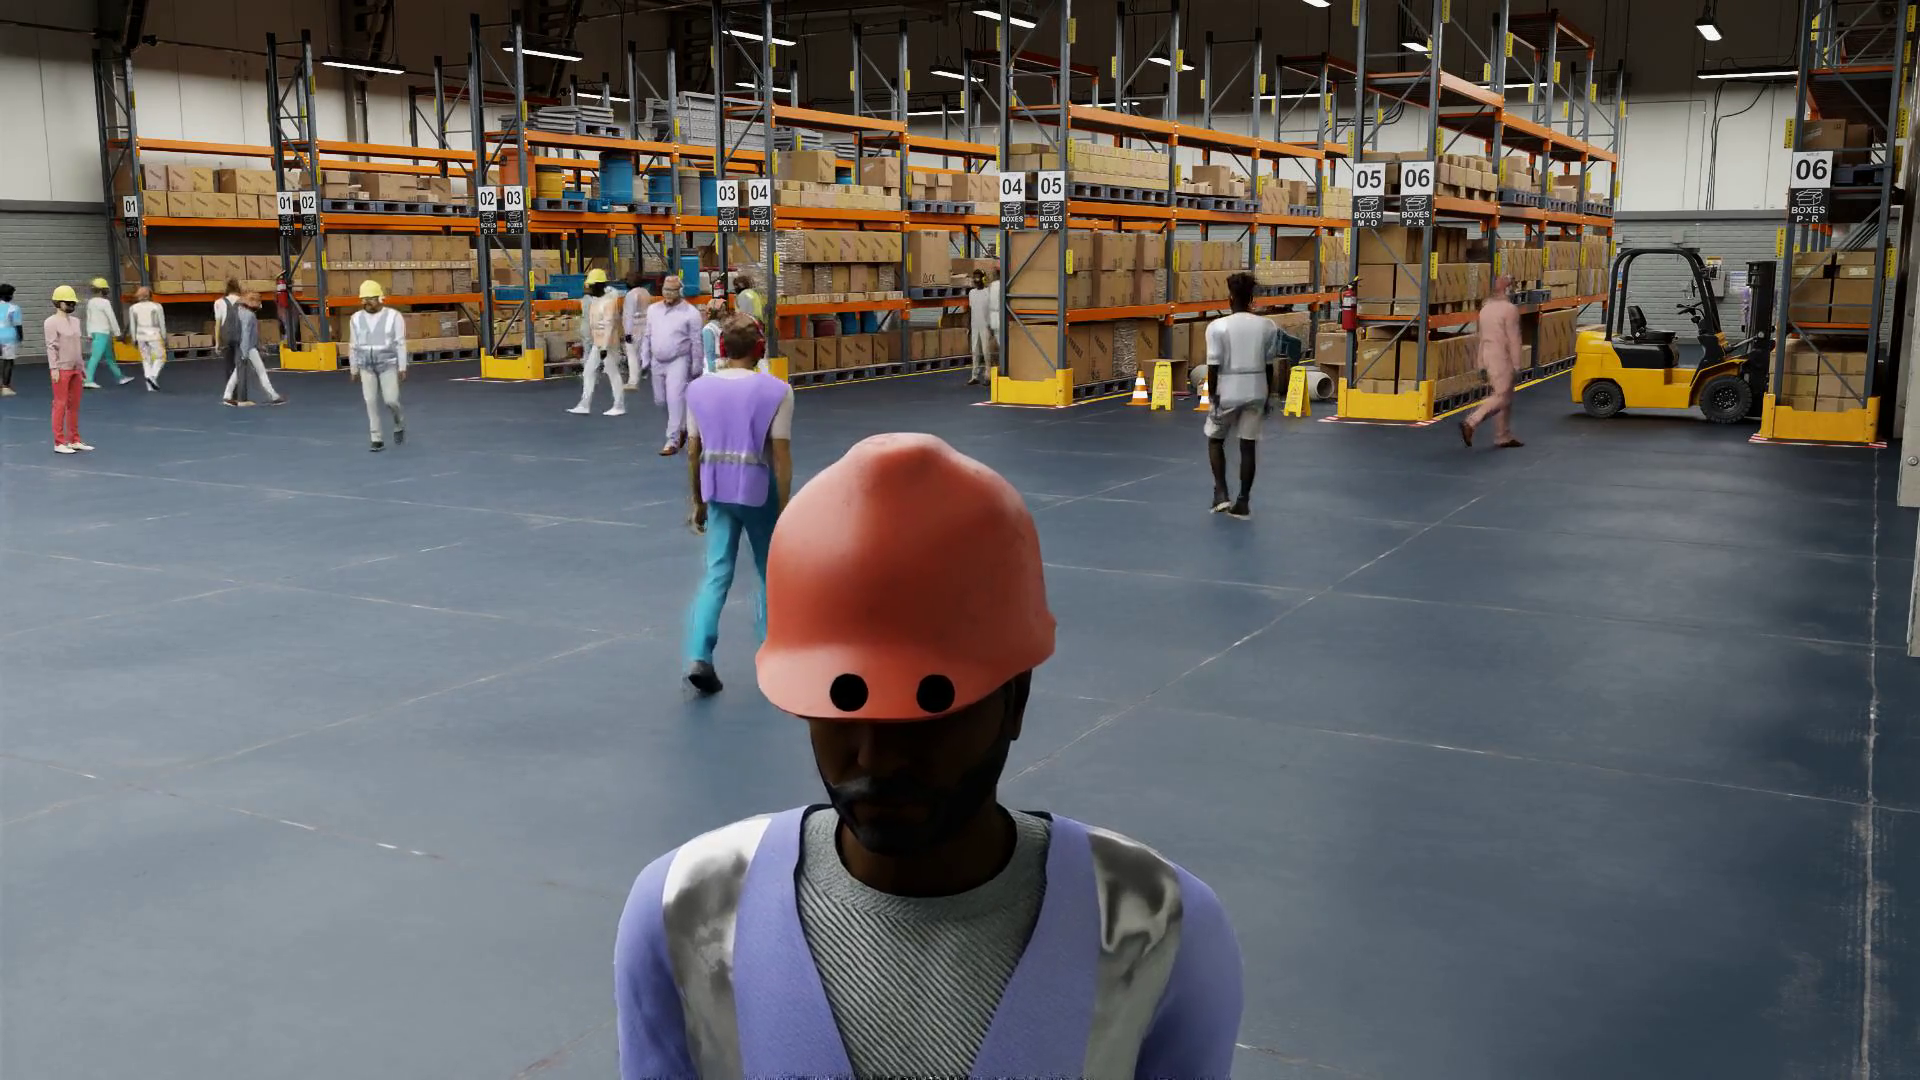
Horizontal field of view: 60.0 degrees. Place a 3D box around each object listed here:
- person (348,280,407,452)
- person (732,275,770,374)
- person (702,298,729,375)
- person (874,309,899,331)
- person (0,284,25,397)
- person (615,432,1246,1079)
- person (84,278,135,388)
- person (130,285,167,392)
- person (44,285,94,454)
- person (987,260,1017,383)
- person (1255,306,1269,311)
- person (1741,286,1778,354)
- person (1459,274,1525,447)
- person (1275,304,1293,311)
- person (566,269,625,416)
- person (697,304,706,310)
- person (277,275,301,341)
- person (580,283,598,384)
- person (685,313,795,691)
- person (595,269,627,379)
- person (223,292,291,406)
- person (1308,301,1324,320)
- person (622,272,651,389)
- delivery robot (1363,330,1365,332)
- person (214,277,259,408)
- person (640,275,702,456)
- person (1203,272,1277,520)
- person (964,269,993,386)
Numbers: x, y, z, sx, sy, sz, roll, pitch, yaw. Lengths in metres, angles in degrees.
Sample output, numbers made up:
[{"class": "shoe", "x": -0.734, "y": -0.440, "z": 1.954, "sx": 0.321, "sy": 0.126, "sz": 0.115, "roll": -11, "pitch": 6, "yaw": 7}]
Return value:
[{"class": "person", "x": -6.205, "y": -1.853, "z": 17.724, "sx": 0.620, "sy": 1.820, "sz": 0.418, "roll": 0, "pitch": 10, "yaw": 1}, {"class": "person", "x": -3.271, "y": -3.100, "z": 25.175, "sx": 0.960, "sy": 1.774, "sz": 0.691, "roll": 3, "pitch": 10, "yaw": 19}, {"class": "person", "x": -2.517, "y": -1.682, "z": 17.262, "sx": 0.307, "sy": 1.641, "sz": 0.513, "roll": 1, "pitch": 10, "yaw": 8}, {"class": "person", "x": -1.424, "y": -4.550, "z": 33.288, "sx": 0.636, "sy": 1.917, "sz": 0.826, "roll": 8, "pitch": 12, "yaw": 39}, {"class": "person", "x": -14.160, "y": -2.957, "z": 24.637, "sx": 0.555, "sy": 1.659, "sz": 0.406, "roll": -1, "pitch": 10, "yaw": -6}, {"class": "person", "x": -0.033, "y": 0.869, "z": 1.456, "sx": 0.548, "sy": 1.936, "sz": 0.378, "roll": 1, "pitch": 10, "yaw": 4}, {"class": "person", "x": -13.508, "y": -3.259, "z": 26.271, "sx": 0.530, "sy": 1.720, "sz": 0.914, "roll": 7, "pitch": 12, "yaw": 36}, {"class": "person", "x": -12.313, "y": -3.043, "z": 25.234, "sx": 0.522, "sy": 1.626, "sz": 0.413, "roll": 0, "pitch": 10, "yaw": -1}, {"class": "person", "x": -9.419, "y": -1.800, "z": 17.587, "sx": 0.329, "sy": 1.765, "sz": 0.533, "roll": 1, "pitch": 10, "yaw": 6}, {"class": "person", "x": 0.685, "y": -3.343, "z": 25.833, "sx": 0.410, "sy": 2.027, "sz": 0.650, "roll": -5, "pitch": 11, "yaw": -28}, {"class": "person", "x": 6.718, "y": -5.129, "z": 36.971, "sx": 0.571, "sy": 1.825, "sz": 0.879, "roll": 5, "pitch": 11, "yaw": 29}, {"class": "person", "x": 13.847, "y": -3.795, "z": 28.823, "sx": 0.588, "sy": 1.918, "sz": 0.396, "roll": 1, "pitch": 10, "yaw": 5}, {"class": "person", "x": 5.762, "y": -1.908, "z": 17.869, "sx": 0.789, "sy": 1.882, "sz": 0.646, "roll": -1, "pitch": 10, "yaw": -8}, {"class": "person", "x": 7.143, "y": -5.142, "z": 36.804, "sx": 0.619, "sy": 1.876, "sz": 0.937, "roll": 6, "pitch": 11, "yaw": 31}, {"class": "person", "x": -4.715, "y": -2.527, "z": 21.441, "sx": 0.857, "sy": 1.893, "sz": 0.619, "roll": -7, "pitch": 12, "yaw": -36}, {"class": "person", "x": -6.797, "y": -6.421, "z": 44.350, "sx": 0.618, "sy": 1.866, "sz": 0.582, "roll": -5, "pitch": 11, "yaw": -28}, {"class": "person", "x": -13.319, "y": -4.440, "z": 33.081, "sx": 0.544, "sy": 1.749, "sz": 0.396, "roll": 5, "pitch": 11, "yaw": 27}, {"class": "person", "x": -5.961, "y": -3.370, "z": 26.911, "sx": 0.377, "sy": 1.726, "sz": 0.504, "roll": -9, "pitch": 13, "yaw": -41}, {"class": "person", "x": -1.075, "y": -0.190, "z": 8.036, "sx": 0.578, "sy": 1.811, "sz": 0.935, "roll": 3, "pitch": 10, "yaw": 17}, {"class": "person", "x": -5.942, "y": -3.663, "z": 28.195, "sx": 0.591, "sy": 1.864, "sz": 0.607, "roll": 9, "pitch": 14, "yaw": 44}, {"class": "person", "x": -9.816, "y": -2.638, "z": 23.014, "sx": 0.882, "sy": 1.580, "sz": 0.512, "roll": -4, "pitch": 11, "yaw": -24}, {"class": "person", "x": 8.611, "y": -5.712, "z": 39.938, "sx": 0.858, "sy": 1.968, "sz": 0.610, "roll": 7, "pitch": 12, "yaw": 36}, {"class": "person", "x": -4.987, "y": -3.266, "z": 25.991, "sx": 0.608, "sy": 1.830, "sz": 0.632, "roll": 3, "pitch": 10, "yaw": 19}, {"class": "delivery robot", "x": 8.969, "y": -4.668, "z": 37.638, "sx": 0.707, "sy": 0.478, "sz": 0.477, "roll": -2, "pitch": 10, "yaw": -14}, {"class": "person", "x": -10.012, "y": -2.730, "z": 23.027, "sx": 0.535, "sy": 1.788, "sz": 0.820, "roll": -3, "pitch": 10, "yaw": -17}, {"class": "person", "x": -3.038, "y": -1.863, "z": 17.610, "sx": 0.654, "sy": 1.880, "sz": 0.840, "roll": 4, "pitch": 11, "yaw": 25}, {"class": "person", "x": 2.201, "y": -1.137, "z": 13.165, "sx": 0.614, "sy": 1.947, "sz": 0.511, "roll": -1, "pitch": 10, "yaw": -8}, {"class": "person", "x": 0.320, "y": -3.391, "z": 26.593, "sx": 0.537, "sy": 1.869, "sz": 0.312, "roll": 7, "pitch": 12, "yaw": 35}]
